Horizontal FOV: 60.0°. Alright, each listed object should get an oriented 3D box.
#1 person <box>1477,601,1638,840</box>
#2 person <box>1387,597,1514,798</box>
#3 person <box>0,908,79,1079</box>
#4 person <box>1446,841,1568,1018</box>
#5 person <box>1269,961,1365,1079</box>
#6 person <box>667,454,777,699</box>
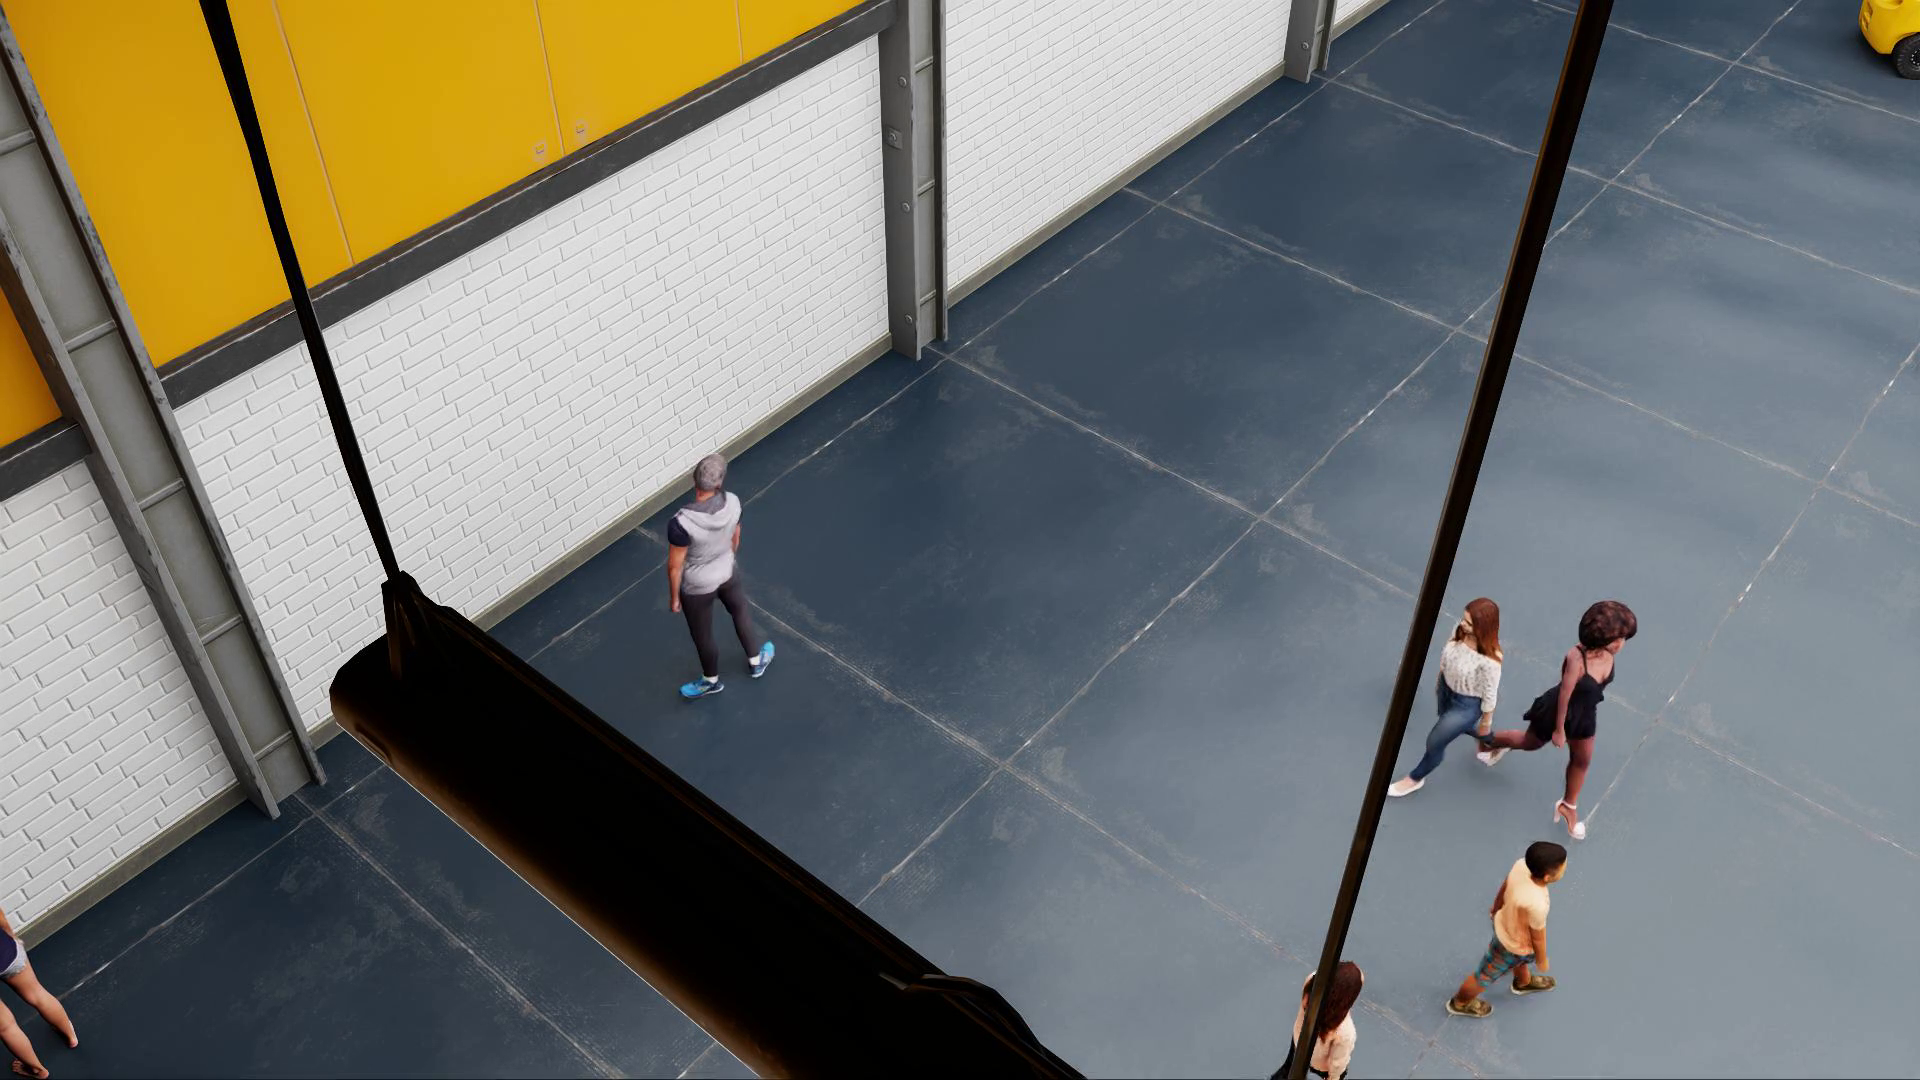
[{"bbox_3d":[3.455,0.958,9.696,1.103,1.756,0.880,-21,48,-21],"label":"person"},{"bbox_3d":[3.023,0.925,9.774,1.121,1.697,0.959,-10,44,-10],"label":"person"},{"bbox_3d":[-4.942,2.164,8.423,0.676,1.766,0.511,21,48,21],"label":"person"},{"bbox_3d":[2.848,2.073,8.754,0.874,1.441,0.865,3,44,3],"label":"person"},{"bbox_3d":[1.725,2.531,8.258,1.027,1.464,0.818,-19,47,-19],"label":"person"},{"bbox_3d":[-1.580,0.291,10.370,0.884,1.794,0.528,19,47,19],"label":"person"}]
